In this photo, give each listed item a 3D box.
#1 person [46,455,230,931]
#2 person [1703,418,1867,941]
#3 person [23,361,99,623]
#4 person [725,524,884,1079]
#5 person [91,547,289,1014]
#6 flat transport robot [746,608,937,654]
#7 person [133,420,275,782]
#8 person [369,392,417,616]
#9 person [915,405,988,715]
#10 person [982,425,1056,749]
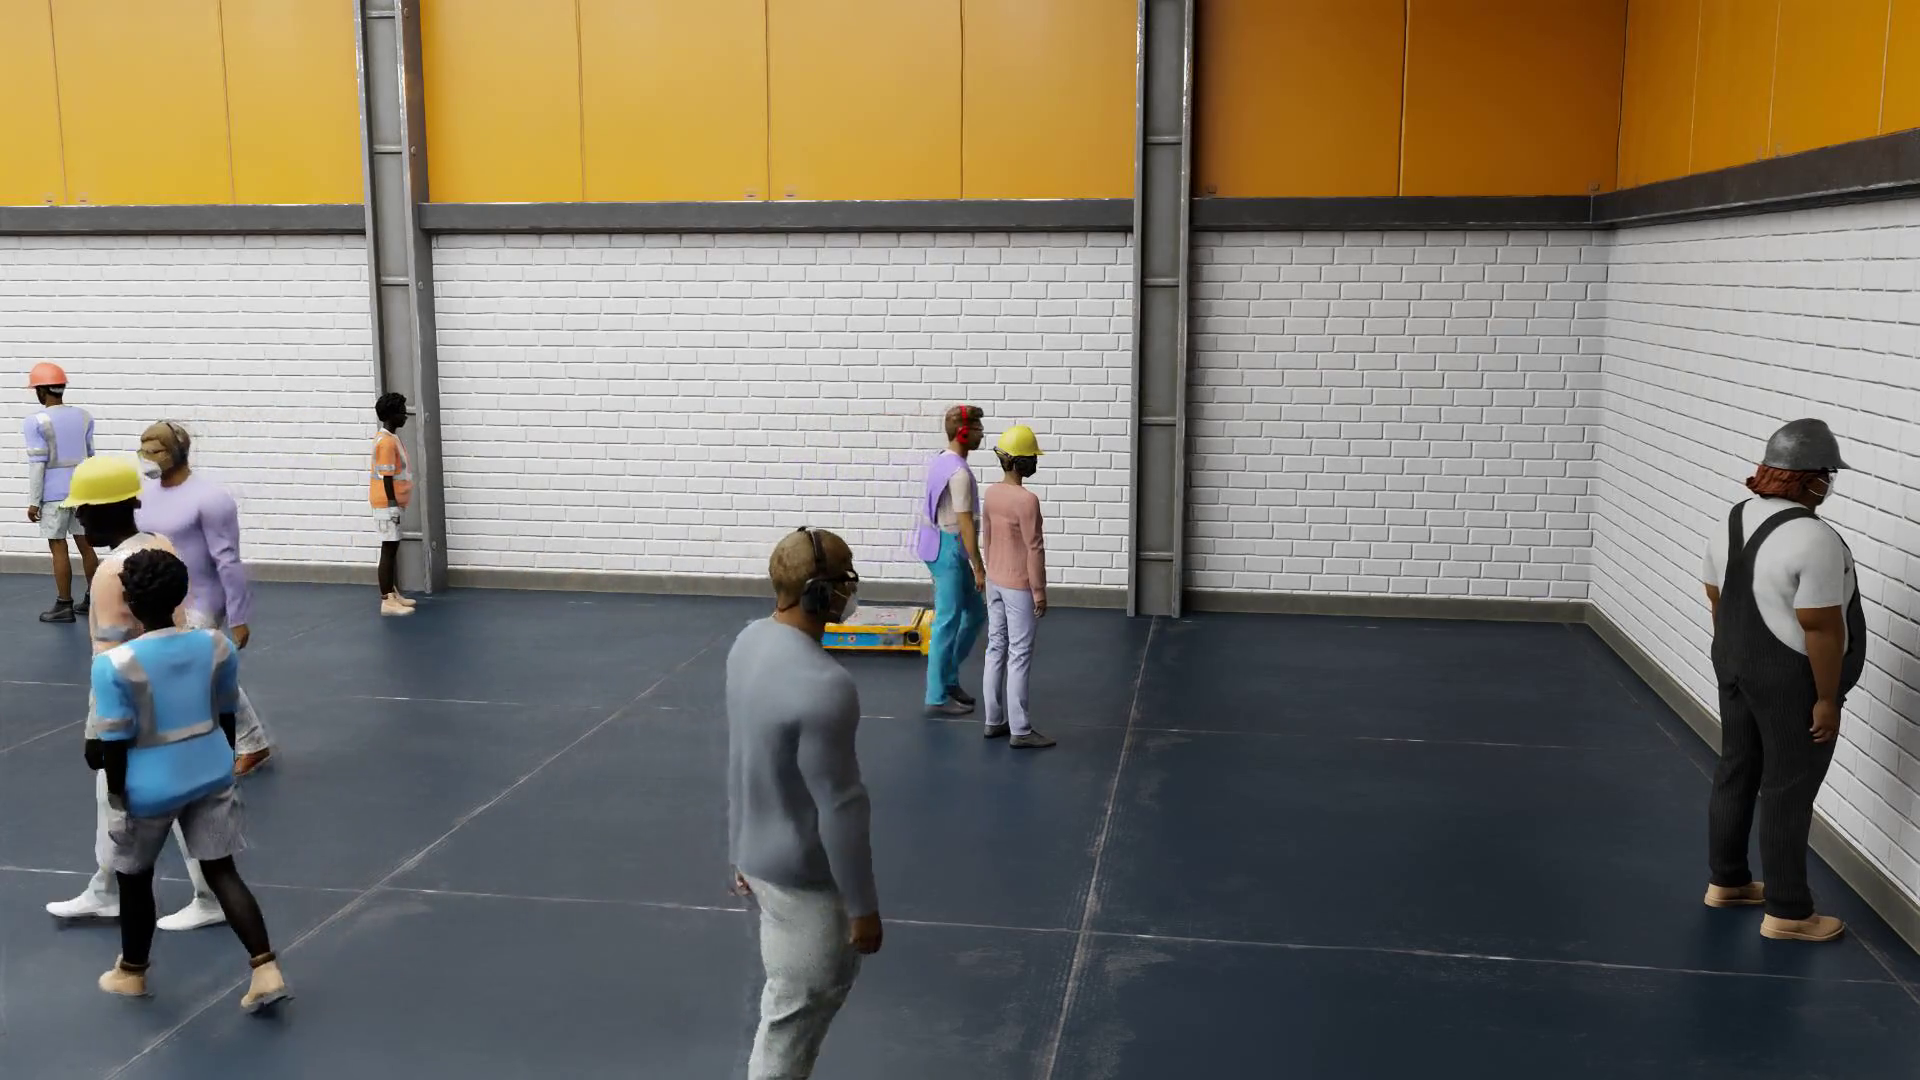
[{"bbox_3d":[-3.272,0.621,6.444,0.870,1.892,0.606,-2,9,-12],"label":"person"},{"bbox_3d":[3.277,0.531,6.570,0.537,2.000,0.682,-2,9,-11],"label":"person"},{"bbox_3d":[-6.672,-0.352,12.336,0.358,1.938,0.542,4,10,22],"label":"person"},{"bbox_3d":[-0.411,0.908,4.610,0.505,1.918,0.640,-4,10,-25],"label":"person"},{"bbox_3d":[-2.718,0.848,5.791,0.827,1.664,0.539,6,11,34],"label":"person"},{"bbox_3d":[-0.729,0.614,11.505,1.431,0.197,0.652,1,9,4],"label":"flat transport robot"},{"bbox_3d":[-3.818,0.348,8.186,0.651,1.887,1.021,5,11,29],"label":"person"},{"bbox_3d":[-4.308,-0.275,12.622,0.317,1.693,0.535,-2,9,-14],"label":"person"},{"bbox_3d":[-0.010,0.128,9.705,0.501,1.827,0.558,-1,9,-6],"label":"person"},{"bbox_3d":[0.311,0.256,9.117,0.311,1.769,0.525,-6,11,-31],"label":"person"}]
